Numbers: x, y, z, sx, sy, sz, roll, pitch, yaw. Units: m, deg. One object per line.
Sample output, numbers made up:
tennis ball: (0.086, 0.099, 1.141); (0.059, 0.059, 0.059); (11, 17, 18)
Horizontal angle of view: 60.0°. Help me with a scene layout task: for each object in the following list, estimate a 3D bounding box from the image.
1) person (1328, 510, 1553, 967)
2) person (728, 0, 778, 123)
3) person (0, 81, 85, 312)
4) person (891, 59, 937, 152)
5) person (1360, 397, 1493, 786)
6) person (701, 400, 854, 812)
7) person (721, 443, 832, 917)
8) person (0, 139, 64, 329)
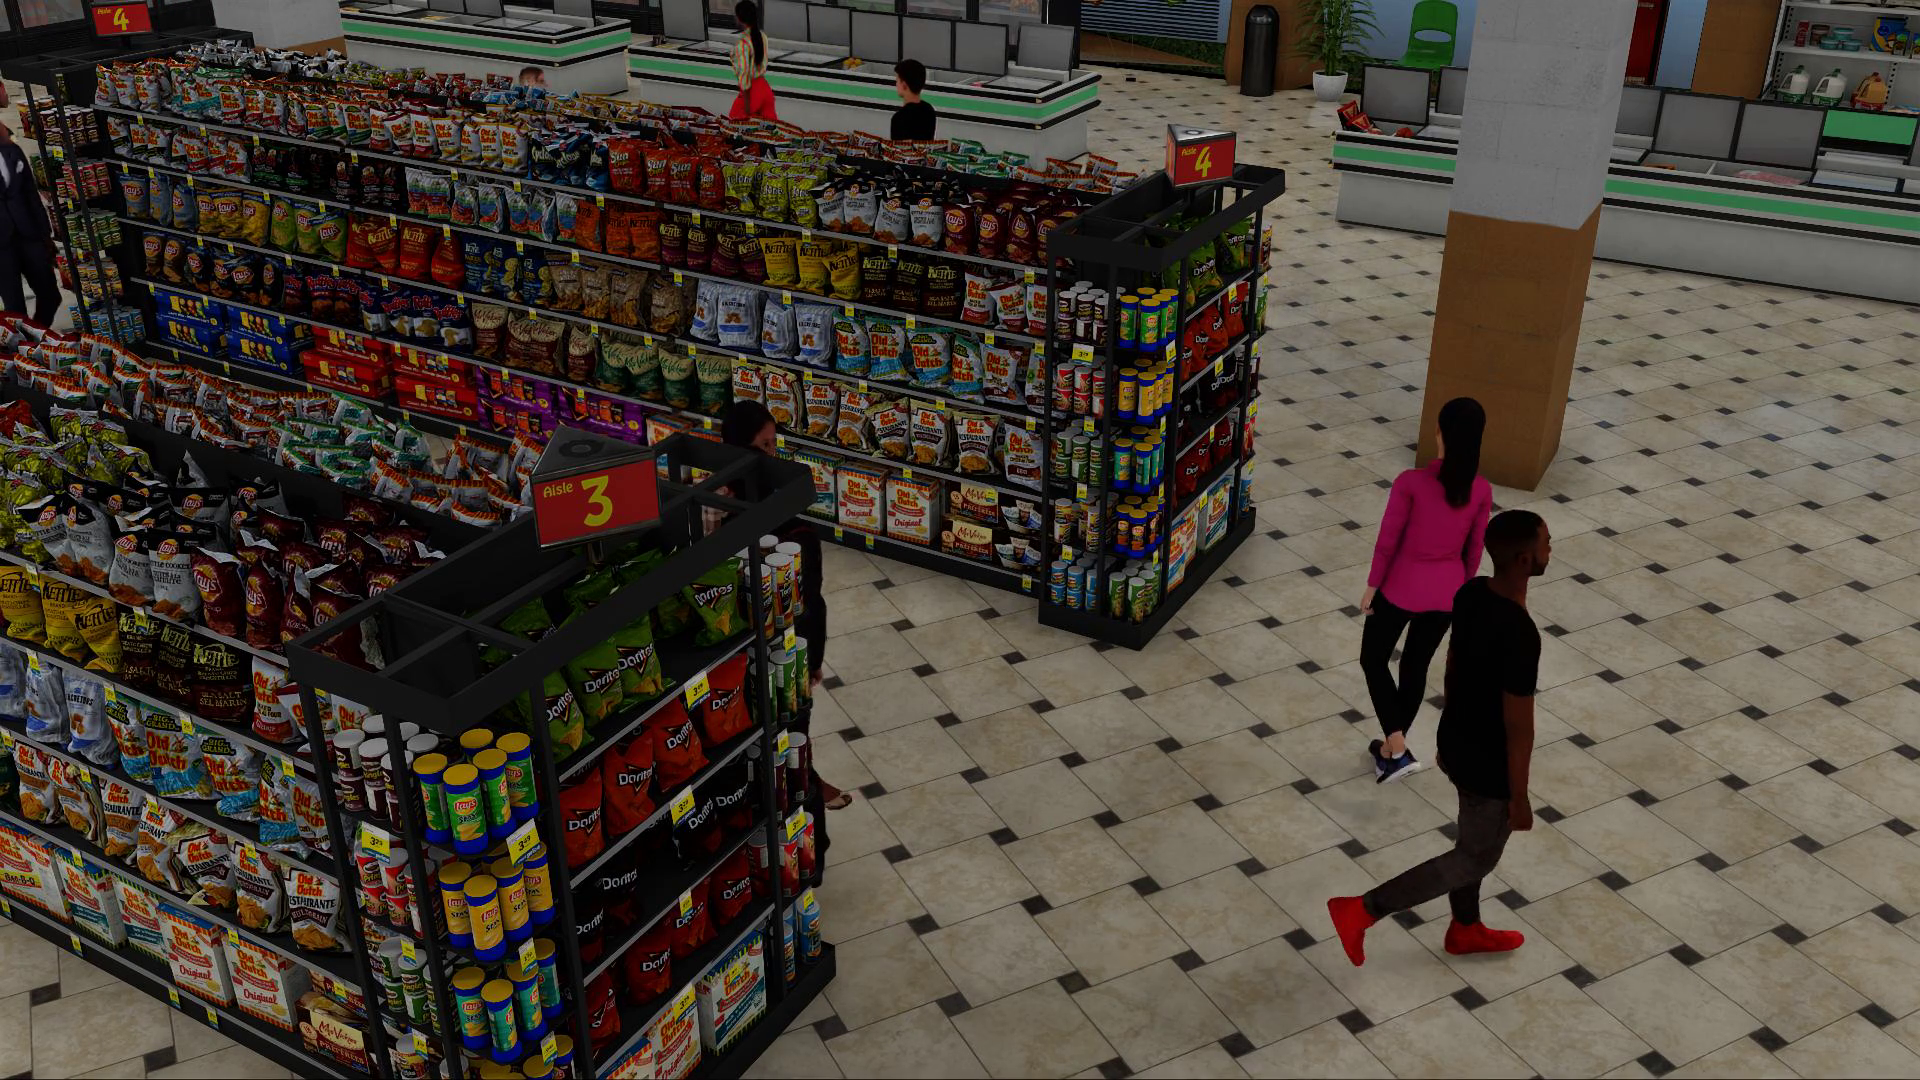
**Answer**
person: (1.674, 0.746, 5.620); (1.129, 1.784, 0.986); (-2, 27, -4)
person: (-1.723, -3.783, 14.600); (1.137, 1.740, 0.599); (16, 31, 28)
person: (-6.942, -2.401, 11.921); (0.974, 1.697, 1.182); (-17, 32, -31)
person: (-0.338, -2.500, 11.936); (0.712, 1.861, 0.724); (10, 29, 19)
person: (1.876, 0.284, 6.654); (0.865, 1.673, 0.909); (-5, 27, -9)
person: (-0.959, 0.263, 6.623); (1.105, 1.738, 0.611); (13, 30, 24)
person: (-0.708, 0.528, 5.991); (0.777, 1.837, 0.673); (-24, 36, -39)
person: (-6.287, -1.965, 10.937); (0.773, 1.810, 0.783); (21, 34, 36)
